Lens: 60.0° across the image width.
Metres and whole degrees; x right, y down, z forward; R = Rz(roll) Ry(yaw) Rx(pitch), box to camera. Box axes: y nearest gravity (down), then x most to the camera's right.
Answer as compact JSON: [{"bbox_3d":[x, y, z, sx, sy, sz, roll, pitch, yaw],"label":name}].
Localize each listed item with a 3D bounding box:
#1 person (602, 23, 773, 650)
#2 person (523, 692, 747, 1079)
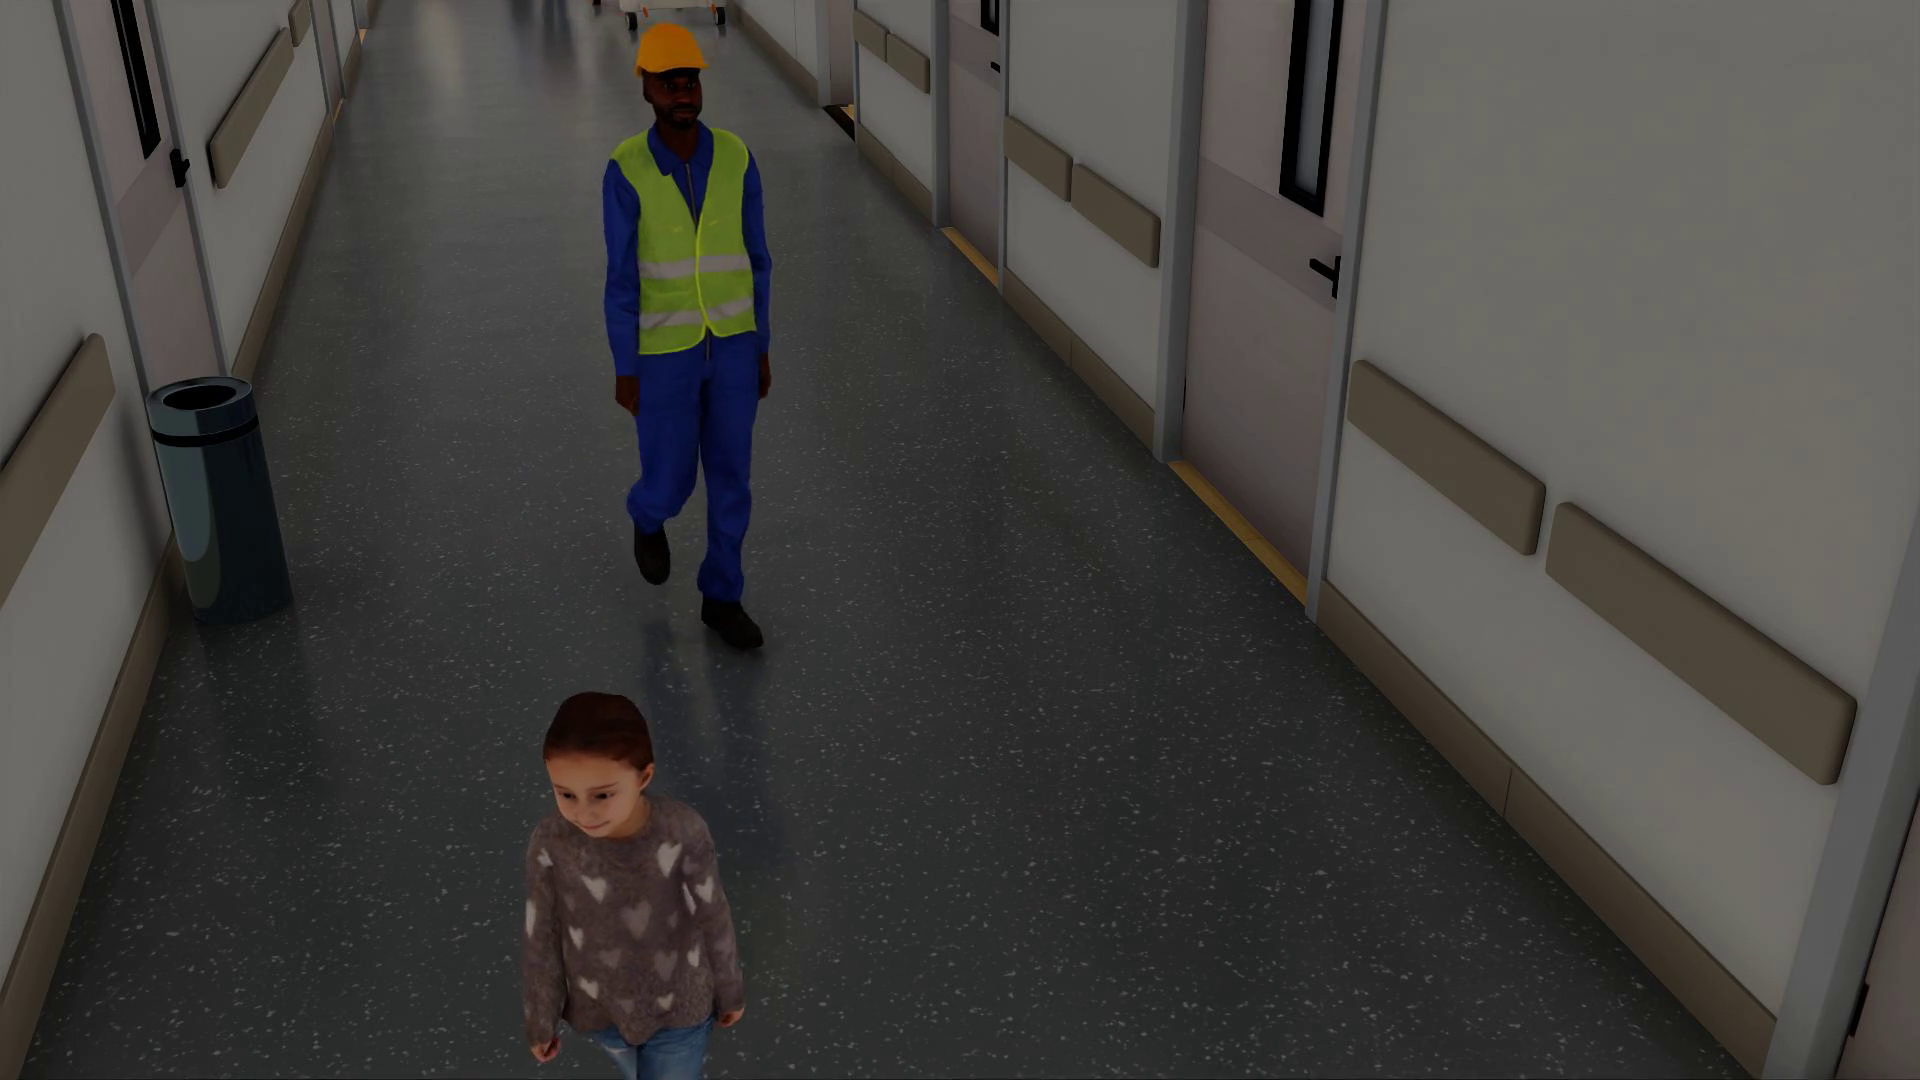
[{"bbox_3d":[-0.806,-0.585,4.881,0.948,1.798,0.876,-15,29,-28],"label":"person"},{"bbox_3d":[-0.539,0.746,2.855,0.818,1.161,0.733,2,26,5],"label":"person"}]
